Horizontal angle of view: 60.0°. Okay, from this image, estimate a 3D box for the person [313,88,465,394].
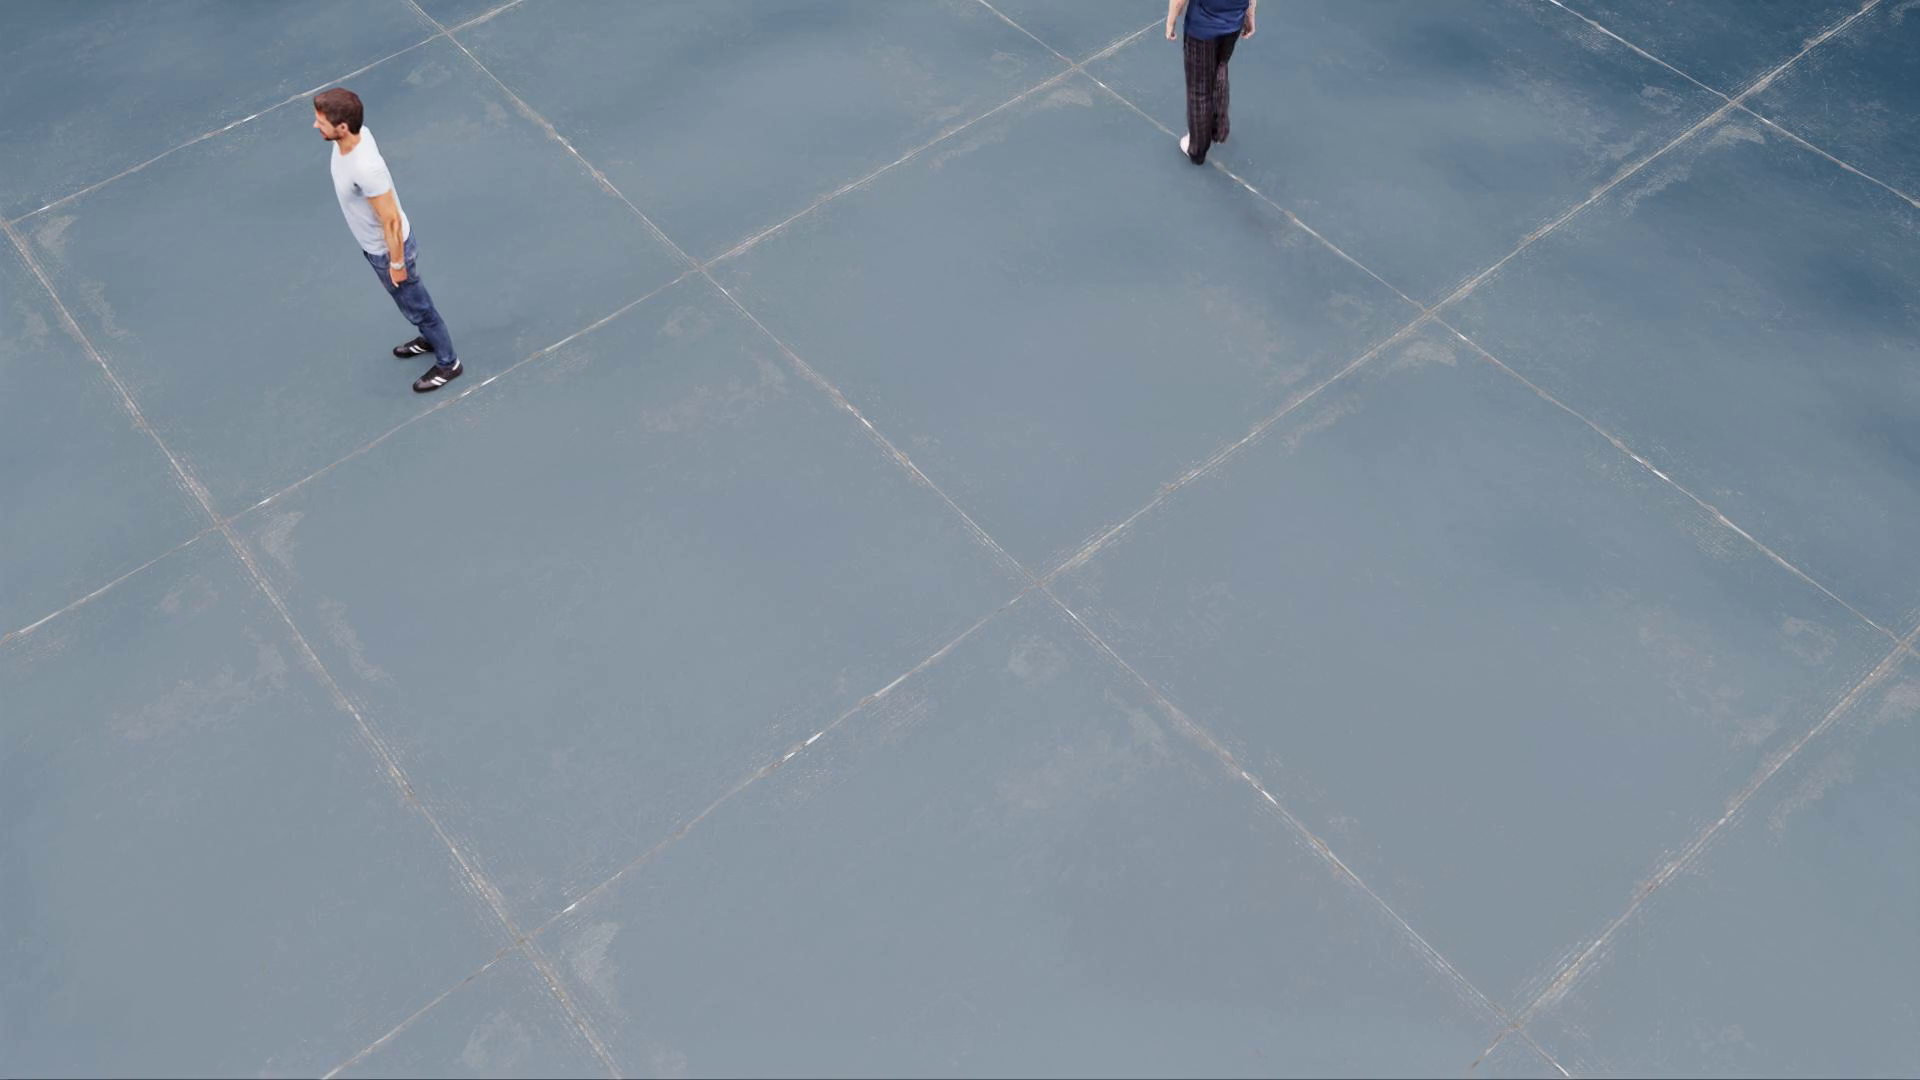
[{"bbox_3d":[-2.938,-1.541,8.556,0.598,1.865,0.676,-24,56,-17],"label":"person"}]

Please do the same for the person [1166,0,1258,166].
[{"bbox_3d":[1.514,-2.933,9.637,0.710,1.860,0.836,-14,54,-11],"label":"person"}]
